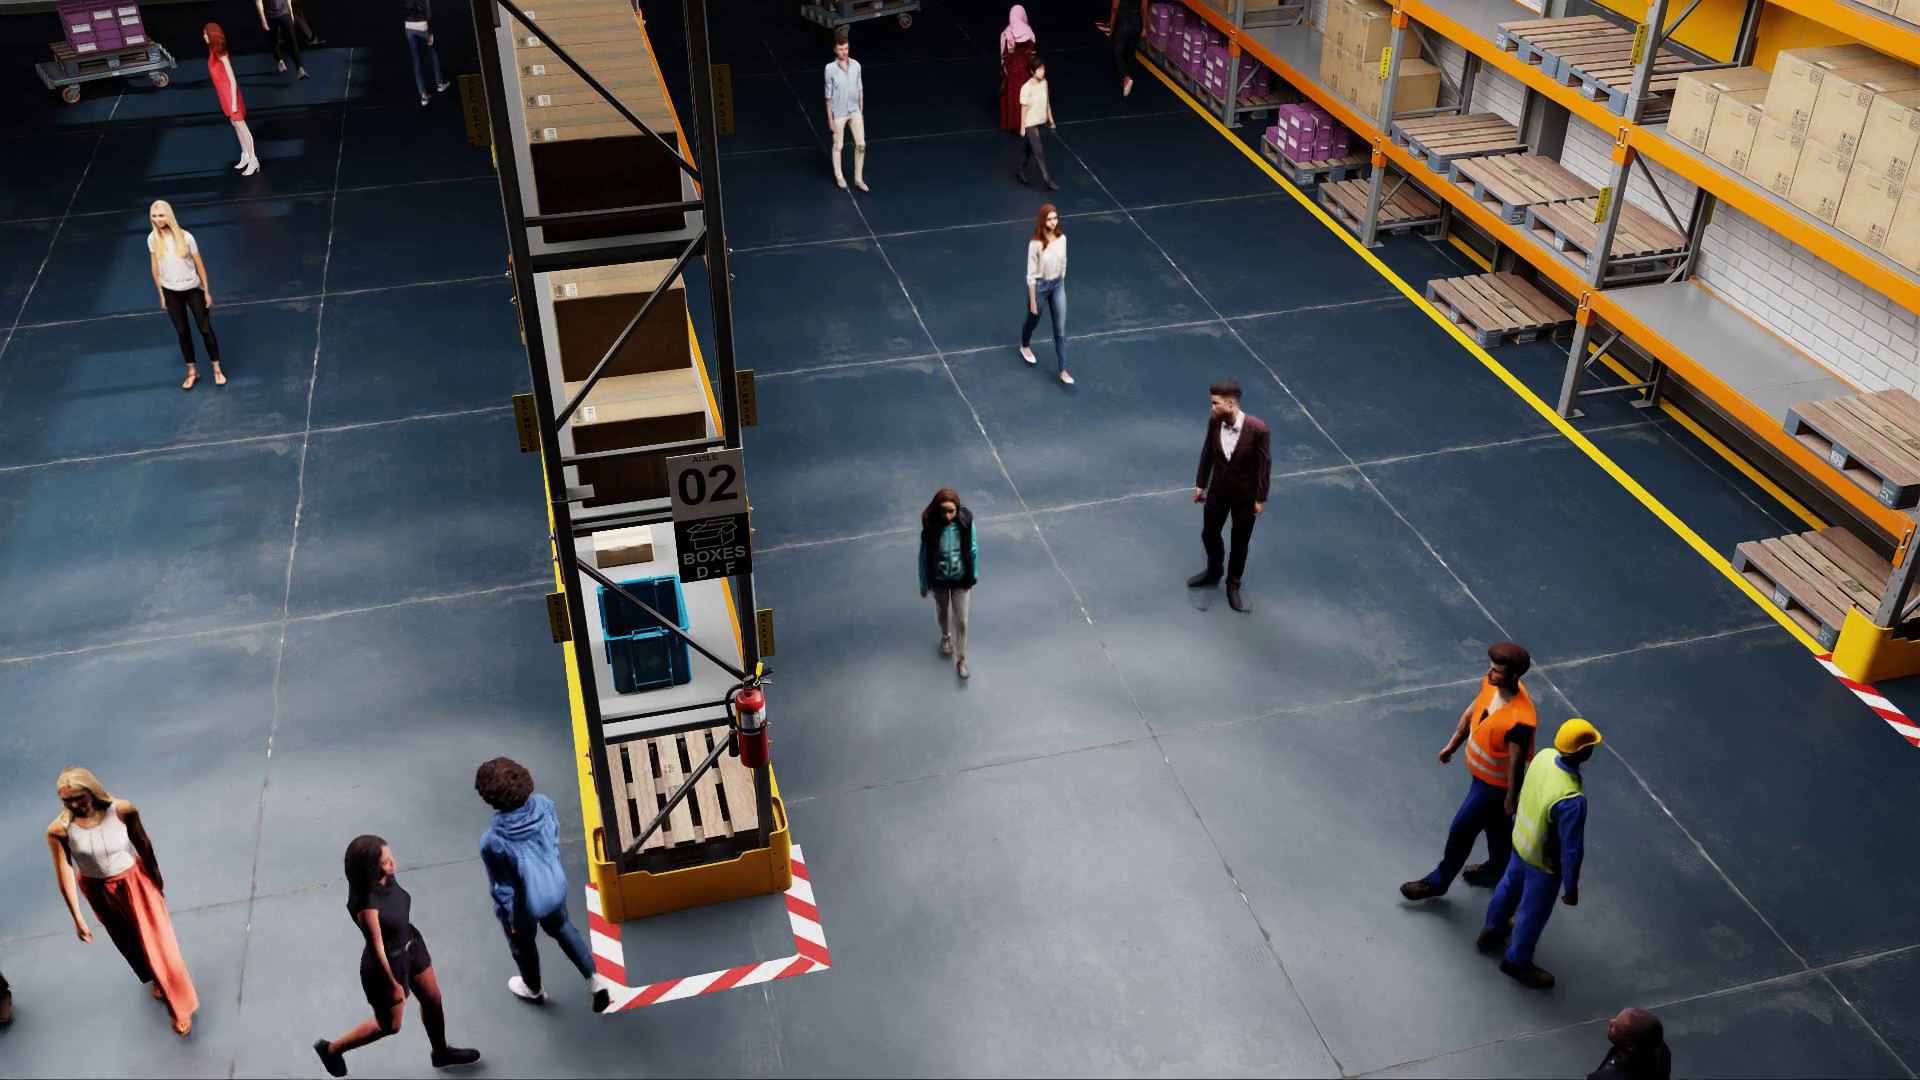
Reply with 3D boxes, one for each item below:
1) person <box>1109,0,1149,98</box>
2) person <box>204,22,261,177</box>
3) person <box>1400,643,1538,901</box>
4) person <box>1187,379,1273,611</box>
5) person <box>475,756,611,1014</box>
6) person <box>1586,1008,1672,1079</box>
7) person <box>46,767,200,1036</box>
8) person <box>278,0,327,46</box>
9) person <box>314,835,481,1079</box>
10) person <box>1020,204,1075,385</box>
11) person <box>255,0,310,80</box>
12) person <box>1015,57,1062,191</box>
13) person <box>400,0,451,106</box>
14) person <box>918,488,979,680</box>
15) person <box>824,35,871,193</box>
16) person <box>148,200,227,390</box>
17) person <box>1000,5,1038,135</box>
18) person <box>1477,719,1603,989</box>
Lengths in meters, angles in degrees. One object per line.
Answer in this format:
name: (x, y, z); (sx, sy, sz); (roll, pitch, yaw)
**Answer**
person: (2.268, -6.846, 22.332); (0.681, 1.795, 1.032); (-6, 34, -9)
person: (-8.758, -5.310, 19.993); (0.712, 1.827, 0.567); (-21, 39, -29)
person: (3.268, 1.372, 9.914); (0.893, 1.855, 1.006); (0, 34, 0)
person: (2.074, -0.352, 12.528); (0.829, 1.833, 0.887); (8, 35, 12)
person: (-2.286, 1.950, 9.108); (1.078, 1.784, 0.960); (25, 41, 32)
person: (3.062, 2.871, 7.715); (1.236, 1.794, 1.099); (25, 41, 33)
person: (-4.671, 1.882, 9.214); (0.704, 1.780, 0.964); (-15, 36, -21)
person: (-9.911, -7.984, 24.288); (0.722, 1.526, 1.033); (-2, 34, -2)
person: (-3.068, 2.239, 8.734); (0.798, 1.718, 1.029); (-2, 34, -3)
person: (0.761, -2.356, 15.691); (0.709, 1.668, 1.174); (-13, 36, -19)
person: (-9.503, -7.270, 23.051); (0.894, 1.706, 1.259); (-20, 38, -27)
person: (0.826, -4.920, 19.652); (1.067, 1.554, 0.934); (24, 41, 32)
person: (-7.215, -6.669, 22.100); (0.821, 1.757, 1.078); (2, 34, 3)
person: (-0.086, 0.220, 11.990); (0.671, 1.476, 0.860); (-3, 34, -5)
person: (-1.395, -5.051, 19.602); (0.754, 1.829, 0.867); (-15, 36, -21)
person: (-7.206, -2.297, 15.460); (0.610, 1.826, 0.530); (-7, 34, -10)
person: (0.744, -5.990, 21.189); (0.746, 1.635, 0.729); (4, 34, 5)
person: (3.276, 1.736, 9.402); (0.860, 1.816, 0.606); (-2, 34, -2)
